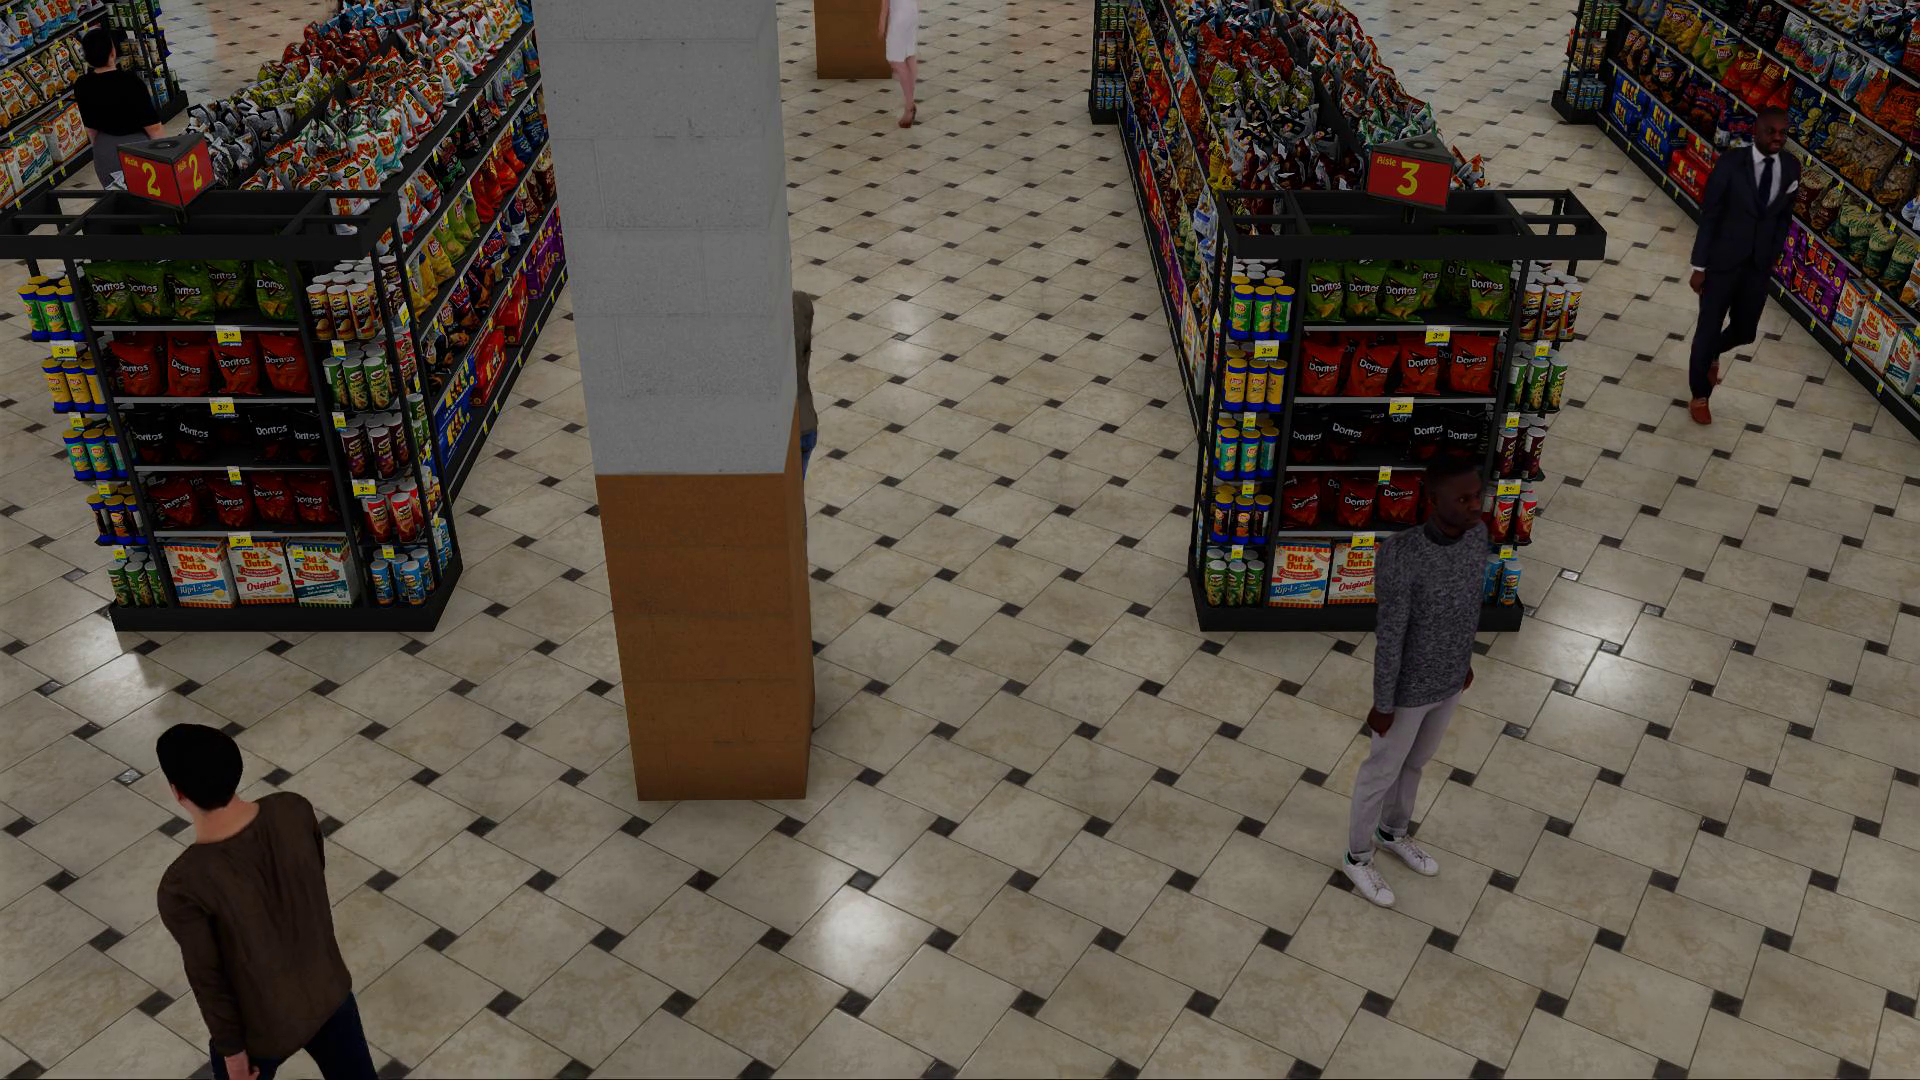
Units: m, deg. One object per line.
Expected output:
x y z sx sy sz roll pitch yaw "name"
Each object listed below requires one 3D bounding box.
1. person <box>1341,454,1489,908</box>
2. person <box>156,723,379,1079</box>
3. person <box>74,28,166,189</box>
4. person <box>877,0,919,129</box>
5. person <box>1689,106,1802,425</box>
1.670 0.500 6.079 0.761 1.839 0.780 -22 38 -31 "person"
-1.860 1.341 4.720 1.062 1.847 1.136 16 35 24 "person"
-5.439 -2.470 10.927 0.675 1.761 0.626 3 32 4 "person"
-0.457 -4.390 14.003 0.771 1.771 0.615 23 38 32 "person"
4.379 -1.589 9.467 0.699 1.808 0.824 1 32 1 "person"
